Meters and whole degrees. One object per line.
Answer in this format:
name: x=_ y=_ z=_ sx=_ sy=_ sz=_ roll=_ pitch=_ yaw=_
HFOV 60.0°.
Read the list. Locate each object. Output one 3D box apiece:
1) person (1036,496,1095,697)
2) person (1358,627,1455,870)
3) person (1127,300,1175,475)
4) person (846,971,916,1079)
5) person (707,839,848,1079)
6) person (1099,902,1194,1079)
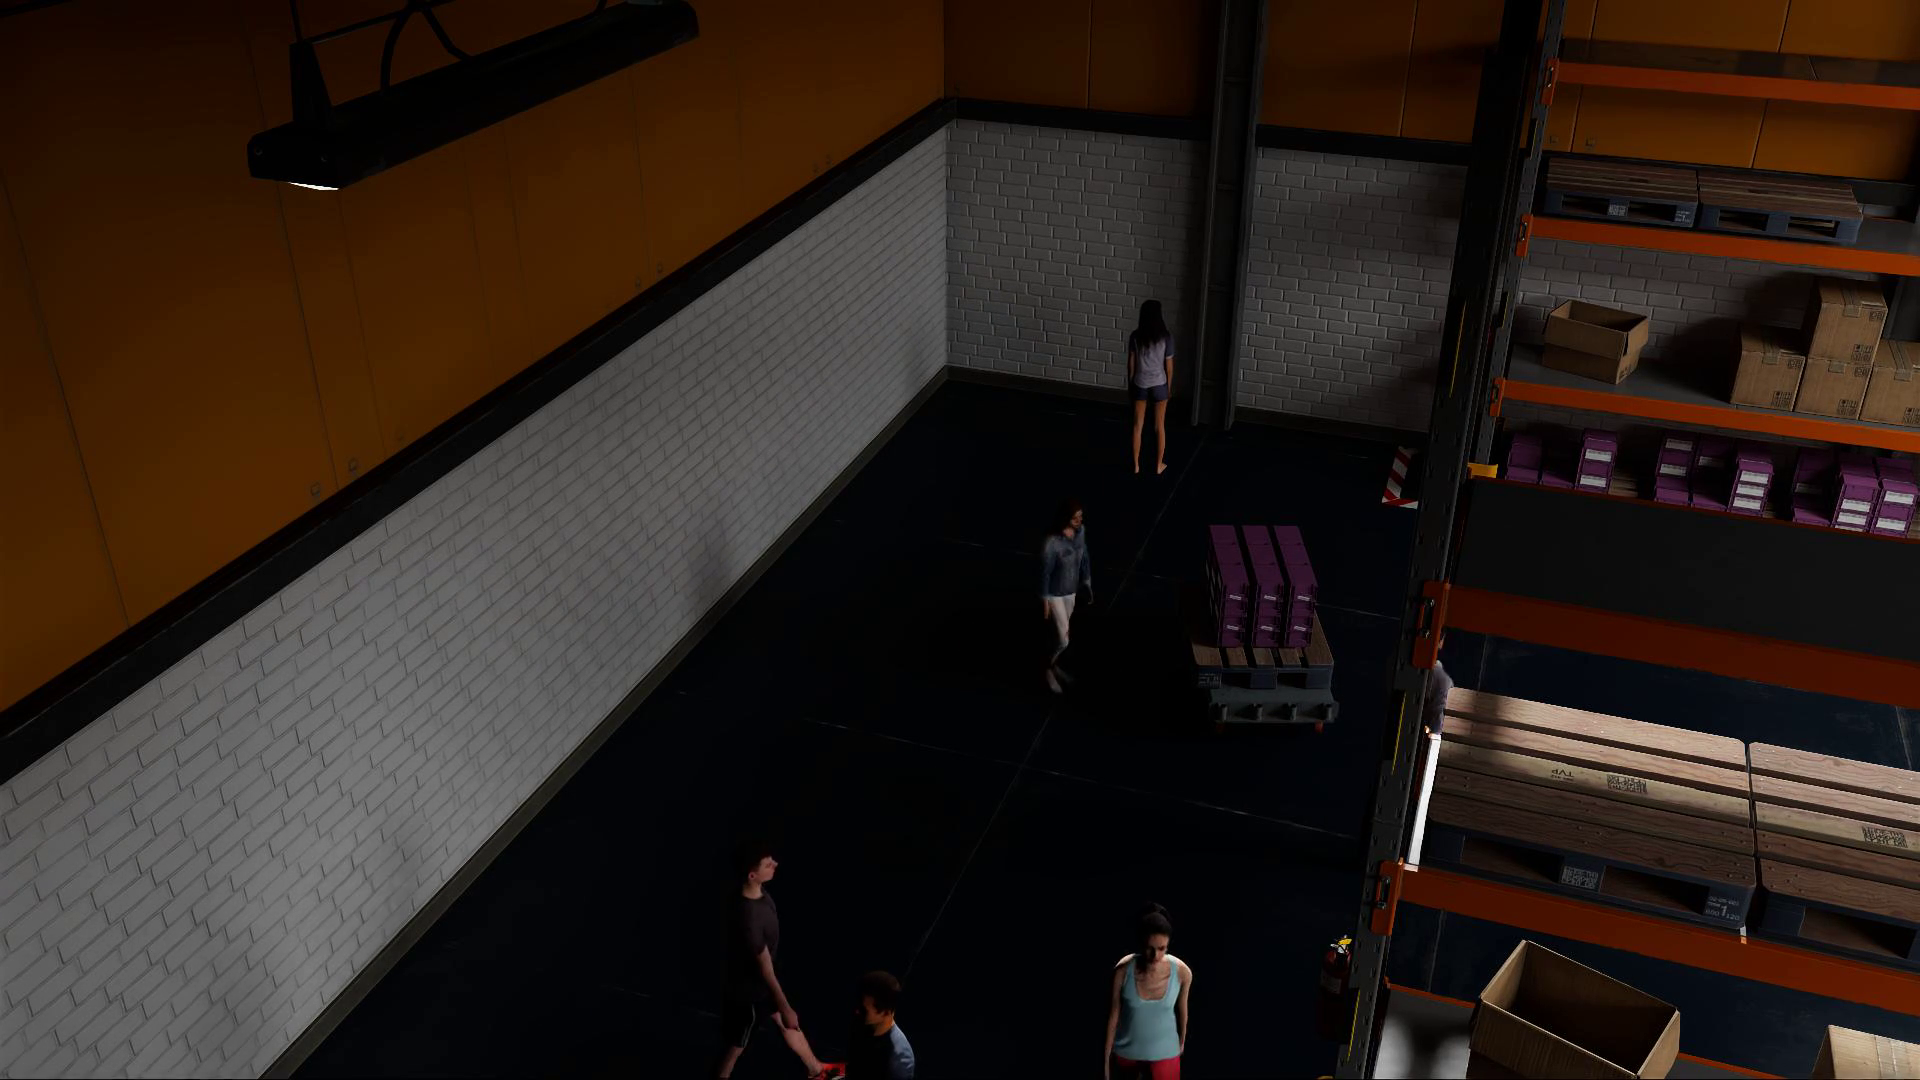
person: x=0.671 y=0.378 z=12.474 sx=0.713 sy=1.680 sz=0.729 roll=19 pitch=34 yaw=31
person: x=2.808 y=1.334 z=10.580 sx=1.148 sy=1.816 sz=1.179 roll=-19 pitch=34 yaw=-31
person: x=1.795 y=-1.445 z=15.764 sx=0.496 sy=1.731 sz=0.674 roll=5 pitch=29 yaw=10
person: x=-0.373 y=2.760 z=7.972 sx=0.784 sy=1.810 sz=0.715 roll=-14 pitch=31 yaw=-24
person: x=-1.196 y=2.351 z=8.721 sx=1.246 sy=1.811 sz=1.004 roll=-4 pitch=29 yaw=-7
person: x=0.925 y=2.545 z=8.468 sx=1.162 sy=1.713 sz=0.877 roll=2 pitch=29 yaw=3
